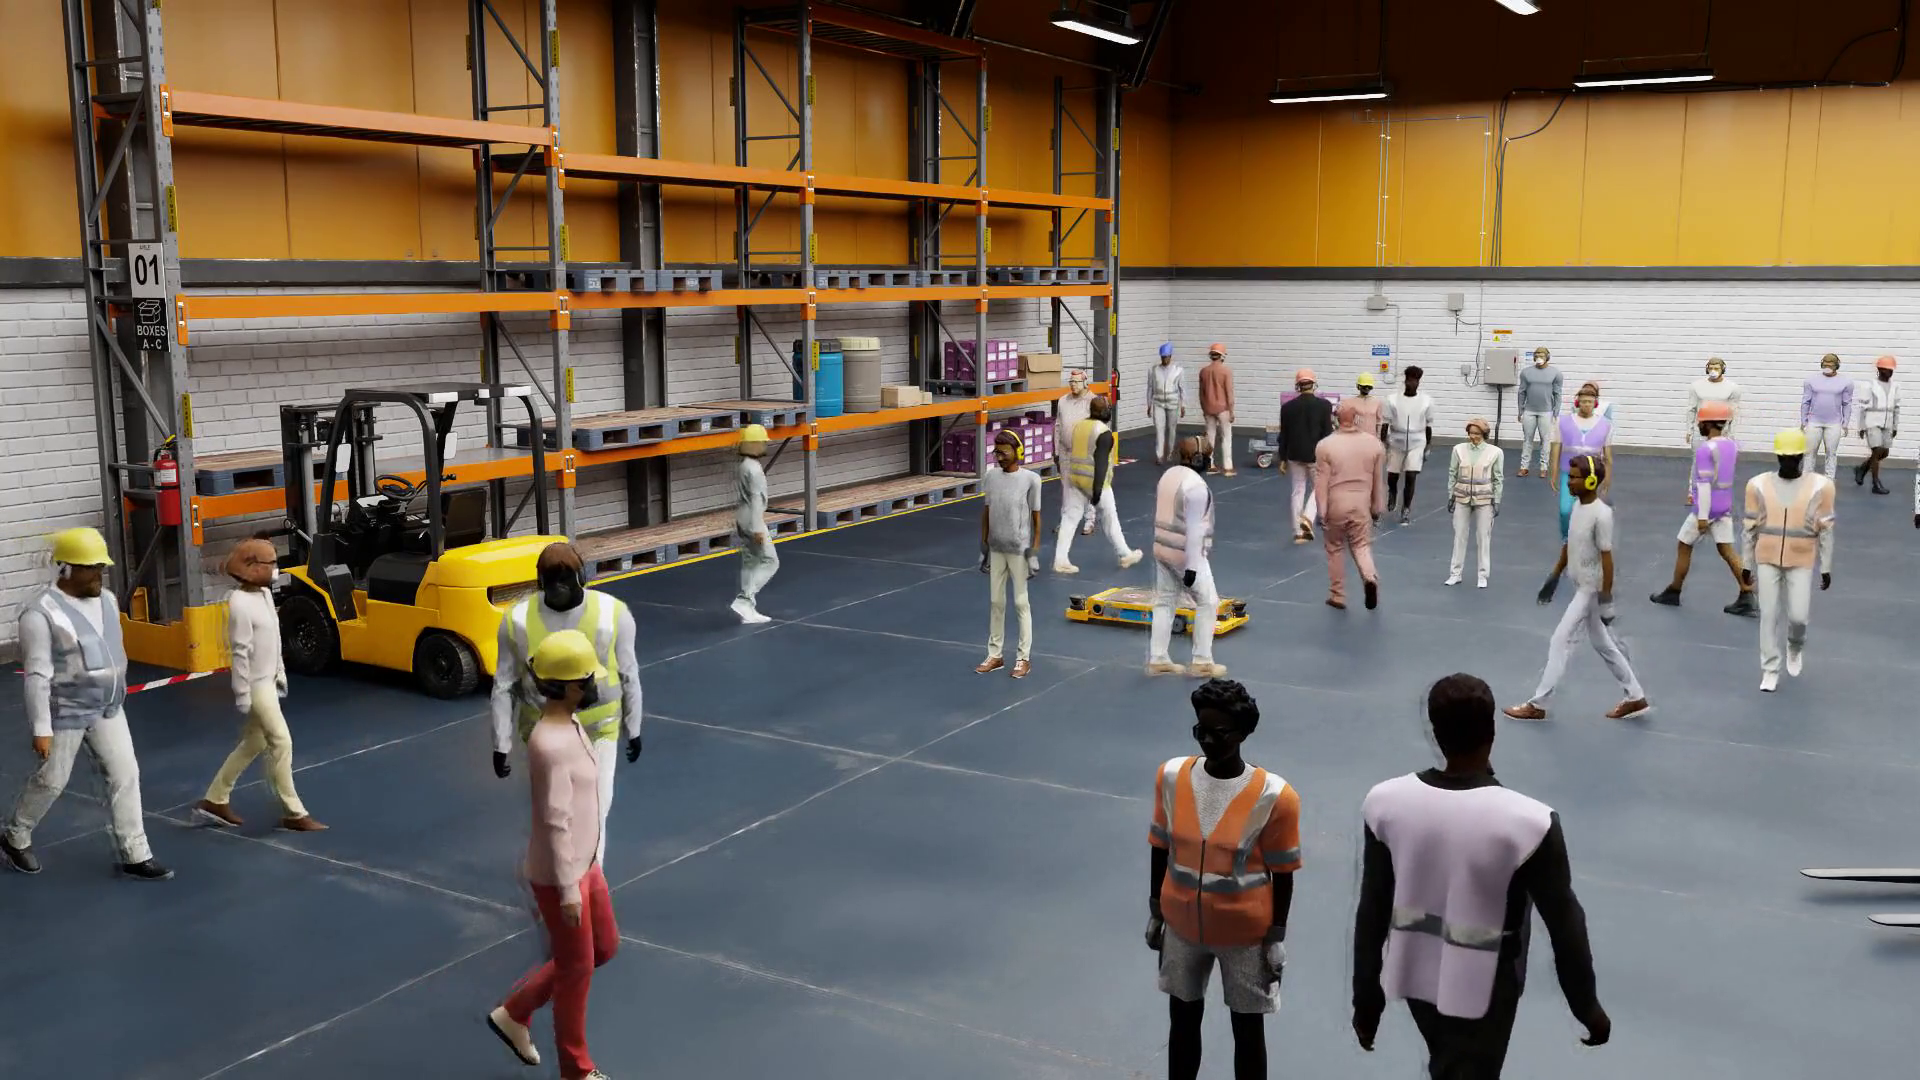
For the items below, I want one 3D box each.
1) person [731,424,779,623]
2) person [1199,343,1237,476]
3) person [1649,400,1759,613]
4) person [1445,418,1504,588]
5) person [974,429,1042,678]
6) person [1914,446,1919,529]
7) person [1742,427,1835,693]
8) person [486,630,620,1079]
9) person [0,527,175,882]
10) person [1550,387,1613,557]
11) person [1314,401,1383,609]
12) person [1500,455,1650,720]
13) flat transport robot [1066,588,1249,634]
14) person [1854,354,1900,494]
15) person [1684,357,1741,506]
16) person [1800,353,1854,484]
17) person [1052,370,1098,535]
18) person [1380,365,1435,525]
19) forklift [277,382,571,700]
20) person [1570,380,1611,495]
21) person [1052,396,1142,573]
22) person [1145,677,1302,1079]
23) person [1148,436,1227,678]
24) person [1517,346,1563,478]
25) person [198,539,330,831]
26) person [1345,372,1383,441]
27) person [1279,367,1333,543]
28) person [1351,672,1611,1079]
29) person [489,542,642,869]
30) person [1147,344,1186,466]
[{"bbox_3d":[-1.745,-0.129,14.226,0.363,1.725,0.515,-3,10,-19],"label":"person"},{"bbox_3d":[3.841,-1.950,24.826,0.654,1.980,0.429,9,13,44],"label":"person"},{"bbox_3d":[6.709,-0.294,14.789,0.559,1.895,0.977,-6,11,-35],"label":"person"},{"bbox_3d":[4.934,-0.359,15.965,0.512,1.639,0.312,5,11,31],"label":"person"},{"bbox_3d":[0.362,0.097,12.426,0.517,1.865,0.327,5,11,31],"label":"person"},{"bbox_3d":[8.776,-0.287,14.717,0.472,1.890,0.635,-7,12,-38],"label":"person"},{"bbox_3d":[5.978,0.133,12.033,0.612,1.913,0.537,6,11,34],"label":"person"},{"bbox_3d":[-1.460,1.181,5.999,0.459,1.753,0.531,0,9,-2],"label":"person"},{"bbox_3d":[-4.414,0.812,8.225,0.928,1.789,0.598,2,9,15],"label":"person"},{"bbox_3d":[6.467,-0.675,17.316,0.592,1.833,0.449,3,10,17],"label":"person"},{"bbox_3d":[3.449,-0.285,14.752,0.648,1.880,0.687,-1,9,-9],"label":"person"},{"bbox_3d":[4.199,0.329,11.129,0.996,1.825,0.536,1,9,7],"label":"person"},{"bbox_3d":[1.693,0.593,14.281,1.431,0.197,0.652,5,11,30],"label":"flat transport robot"},{"bbox_3d":[12.621,-1.607,22.915,0.549,1.916,0.756,-1,9,-7],"label":"person"},{"bbox_3d":[9.693,-1.389,21.463,0.627,1.940,0.371,5,11,31],"label":"person"},{"bbox_3d":[11.793,-1.580,22.676,0.627,1.934,0.371,5,11,31],"label":"person"},{"bbox_3d":[1.355,-1.012,19.210,0.636,1.911,0.405,5,11,31],"label":"person"},{"bbox_3d":[5.406,-1.168,20.142,0.627,1.934,0.770,2,9,15],"label":"person"},{"bbox_3d":[-3.974,-0.067,12.417,2.313,2.155,1.214,5,11,30],"label":"forklift"},{"bbox_3d":[8.157,-1.258,21.603,0.545,1.618,0.494,5,10,28],"label":"person"},{"bbox_3d":[1.355,-0.558,16.786,1.042,1.776,0.615,-6,11,-33],"label":"person"},{"bbox_3d":[0.856,1.285,5.524,0.529,1.696,0.321,5,11,31],"label":"person"},{"bbox_3d":[1.730,0.130,12.370,0.680,1.817,0.659,-4,10,-21],"label":"person"},{"bbox_3d":[8.545,-1.885,24.557,0.627,1.940,0.371,5,11,31],"label":"person"},{"bbox_3d":[-3.805,0.793,8.942,0.723,1.620,0.518,-1,9,-9],"label":"person"},{"bbox_3d":[5.127,-1.255,21.174,0.533,1.765,0.329,-1,9,-8],"label":"person"},{"bbox_3d":[3.861,-0.934,18.546,0.636,1.962,0.588,5,10,28],"label":"person"},{"bbox_3d":[1.476,1.317,4.853,1.058,1.849,0.617,-7,12,-38],"label":"person"},{"bbox_3d":[-1.804,0.910,7.553,0.658,1.791,0.953,0,9,-2],"label":"person"},{"bbox_3d":[3.274,-2.149,26.359,0.628,1.900,0.987,2,9,11],"label":"person"}]
